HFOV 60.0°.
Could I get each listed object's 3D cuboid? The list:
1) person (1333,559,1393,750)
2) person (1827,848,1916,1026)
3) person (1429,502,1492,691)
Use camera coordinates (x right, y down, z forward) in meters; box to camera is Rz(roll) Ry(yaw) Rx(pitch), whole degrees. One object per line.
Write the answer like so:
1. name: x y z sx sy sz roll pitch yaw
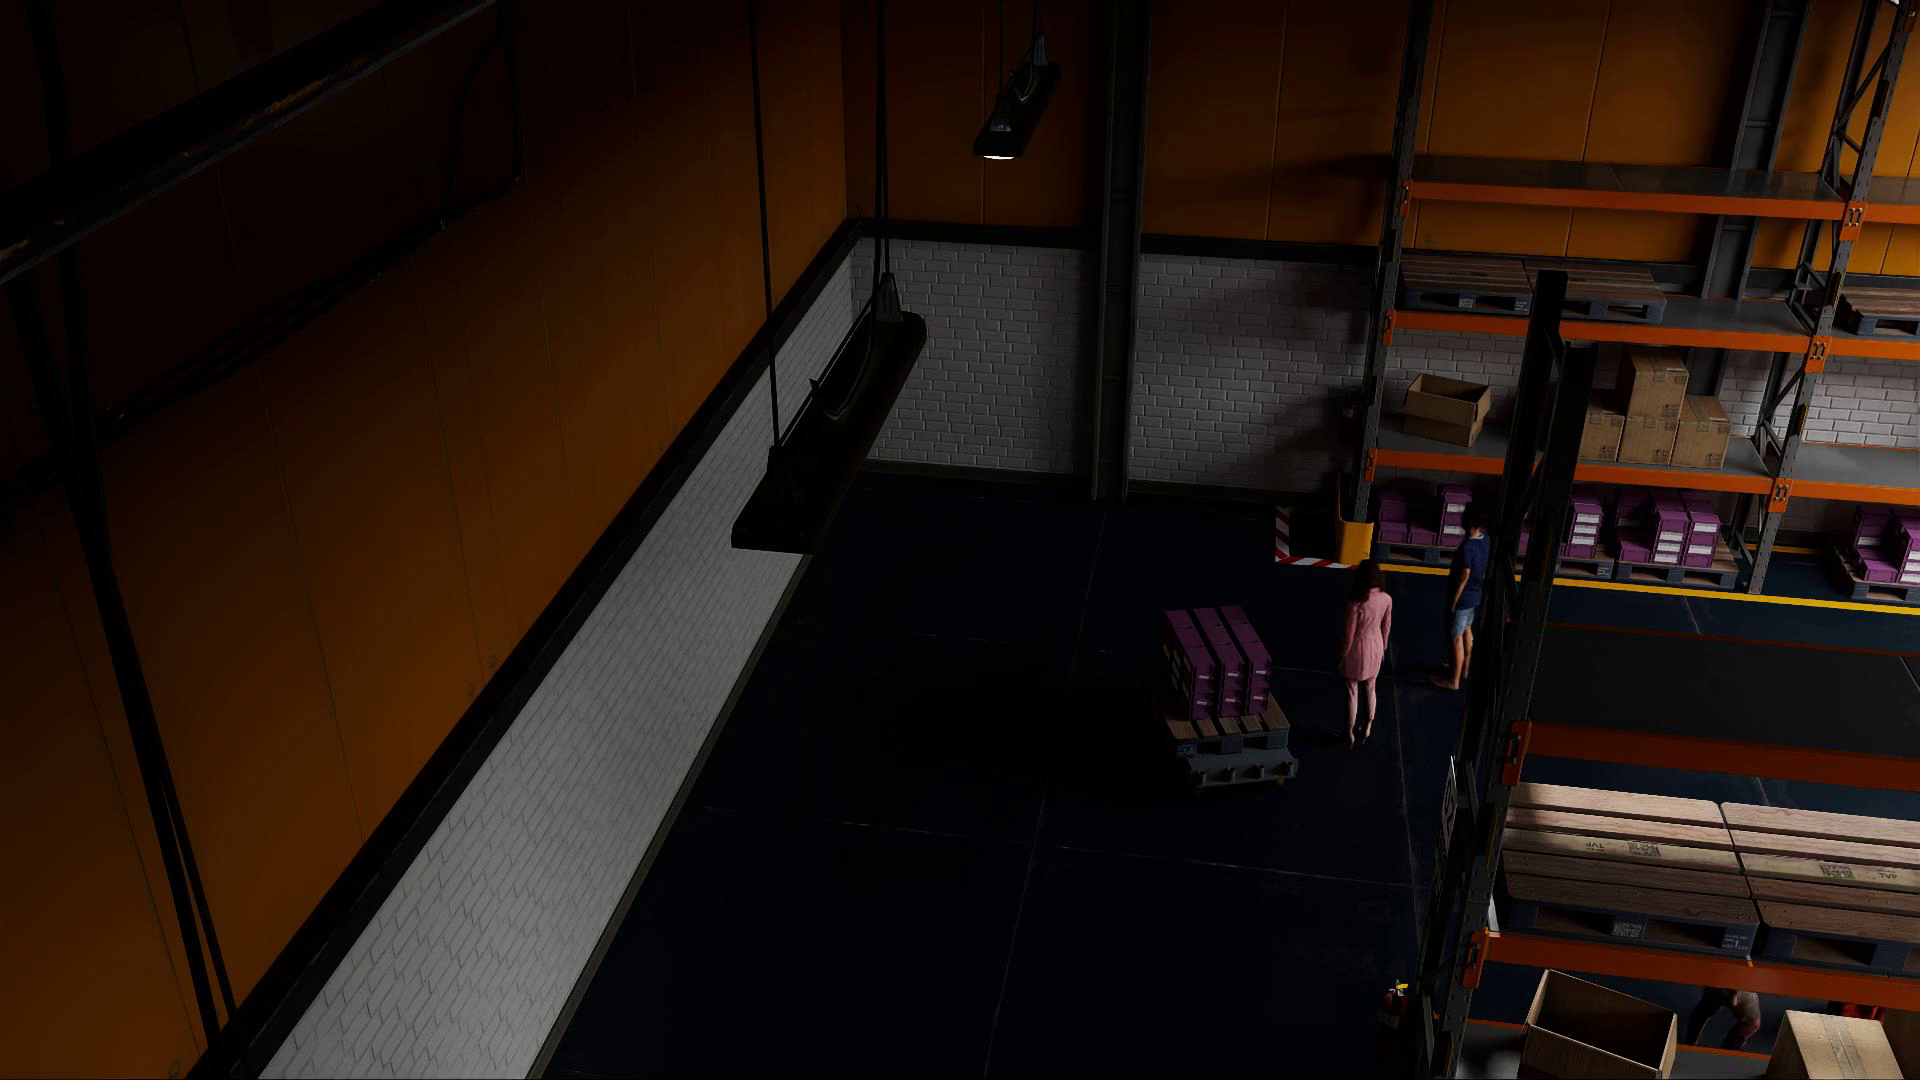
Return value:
1. person: 3.464 0.989 14.314 0.615 1.800 0.746 -8 30 -15
2. person: 6.371 2.624 11.314 0.643 1.801 0.764 -5 29 -9
3. person: 4.598 0.508 15.148 0.706 1.846 0.702 22 35 34
